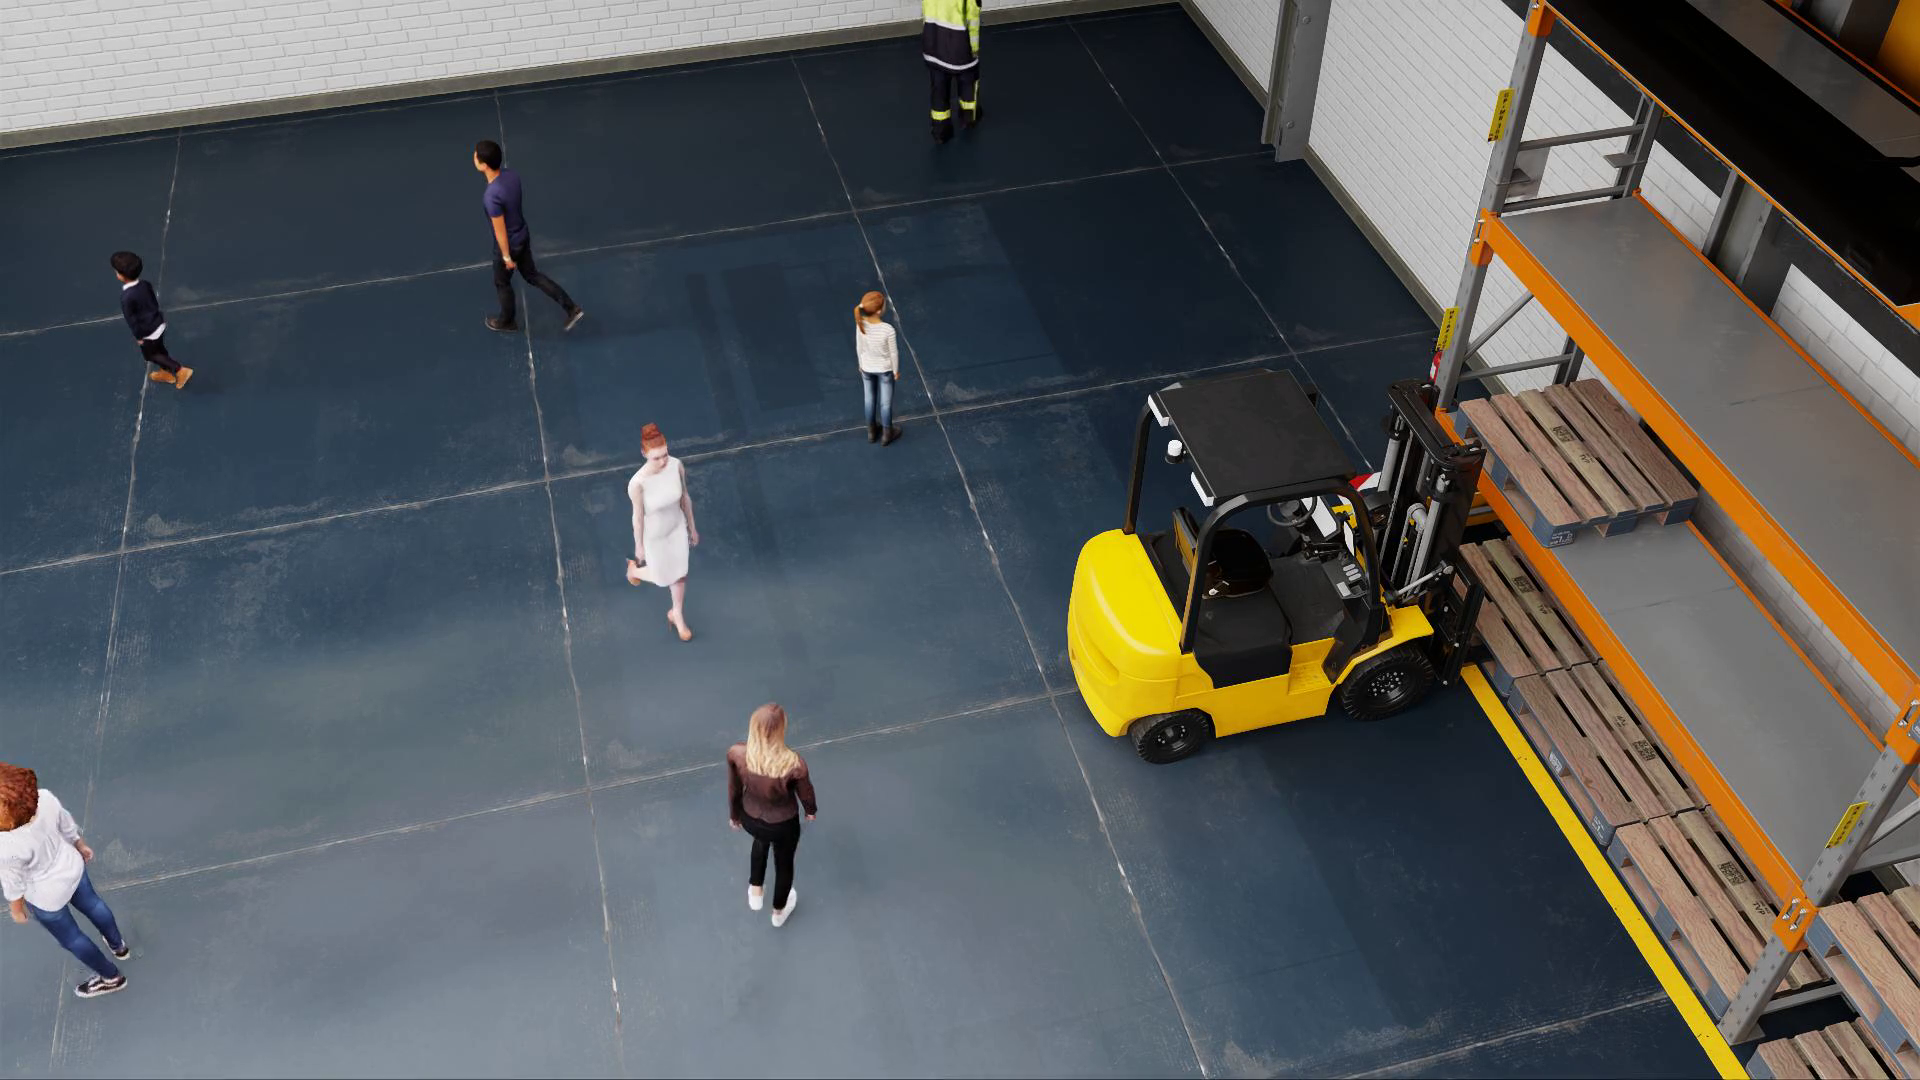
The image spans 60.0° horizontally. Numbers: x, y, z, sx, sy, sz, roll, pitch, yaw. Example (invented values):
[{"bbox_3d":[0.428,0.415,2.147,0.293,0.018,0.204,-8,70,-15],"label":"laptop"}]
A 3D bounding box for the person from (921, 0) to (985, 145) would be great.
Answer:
[{"bbox_3d":[-0.127,-4.570,15.318,1.052,1.961,1.118,17,46,17],"label":"person"}]

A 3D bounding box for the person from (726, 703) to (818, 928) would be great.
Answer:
[{"bbox_3d":[-1.057,1.585,9.054,0.720,1.688,0.742,9,44,9],"label":"person"}]

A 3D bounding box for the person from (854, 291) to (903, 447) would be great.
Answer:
[{"bbox_3d":[-0.616,-1.263,12.316,0.550,1.313,0.595,15,46,15],"label":"person"}]

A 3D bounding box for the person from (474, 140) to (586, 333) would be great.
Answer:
[{"bbox_3d":[-3.455,-2.344,13.121,1.060,1.768,1.146,9,44,10],"label":"person"}]

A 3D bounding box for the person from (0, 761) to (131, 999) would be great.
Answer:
[{"bbox_3d":[-4.811,1.791,8.821,0.842,1.712,0.734,16,46,16],"label":"person"}]

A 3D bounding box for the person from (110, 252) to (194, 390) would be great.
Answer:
[{"bbox_3d":[-6.224,-1.670,12.813,0.714,1.216,0.696,8,44,8],"label":"person"}]

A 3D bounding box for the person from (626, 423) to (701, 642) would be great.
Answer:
[{"bbox_3d":[-1.965,-0.073,10.728,0.817,1.779,0.952,-32,52,-29],"label":"person"}]
